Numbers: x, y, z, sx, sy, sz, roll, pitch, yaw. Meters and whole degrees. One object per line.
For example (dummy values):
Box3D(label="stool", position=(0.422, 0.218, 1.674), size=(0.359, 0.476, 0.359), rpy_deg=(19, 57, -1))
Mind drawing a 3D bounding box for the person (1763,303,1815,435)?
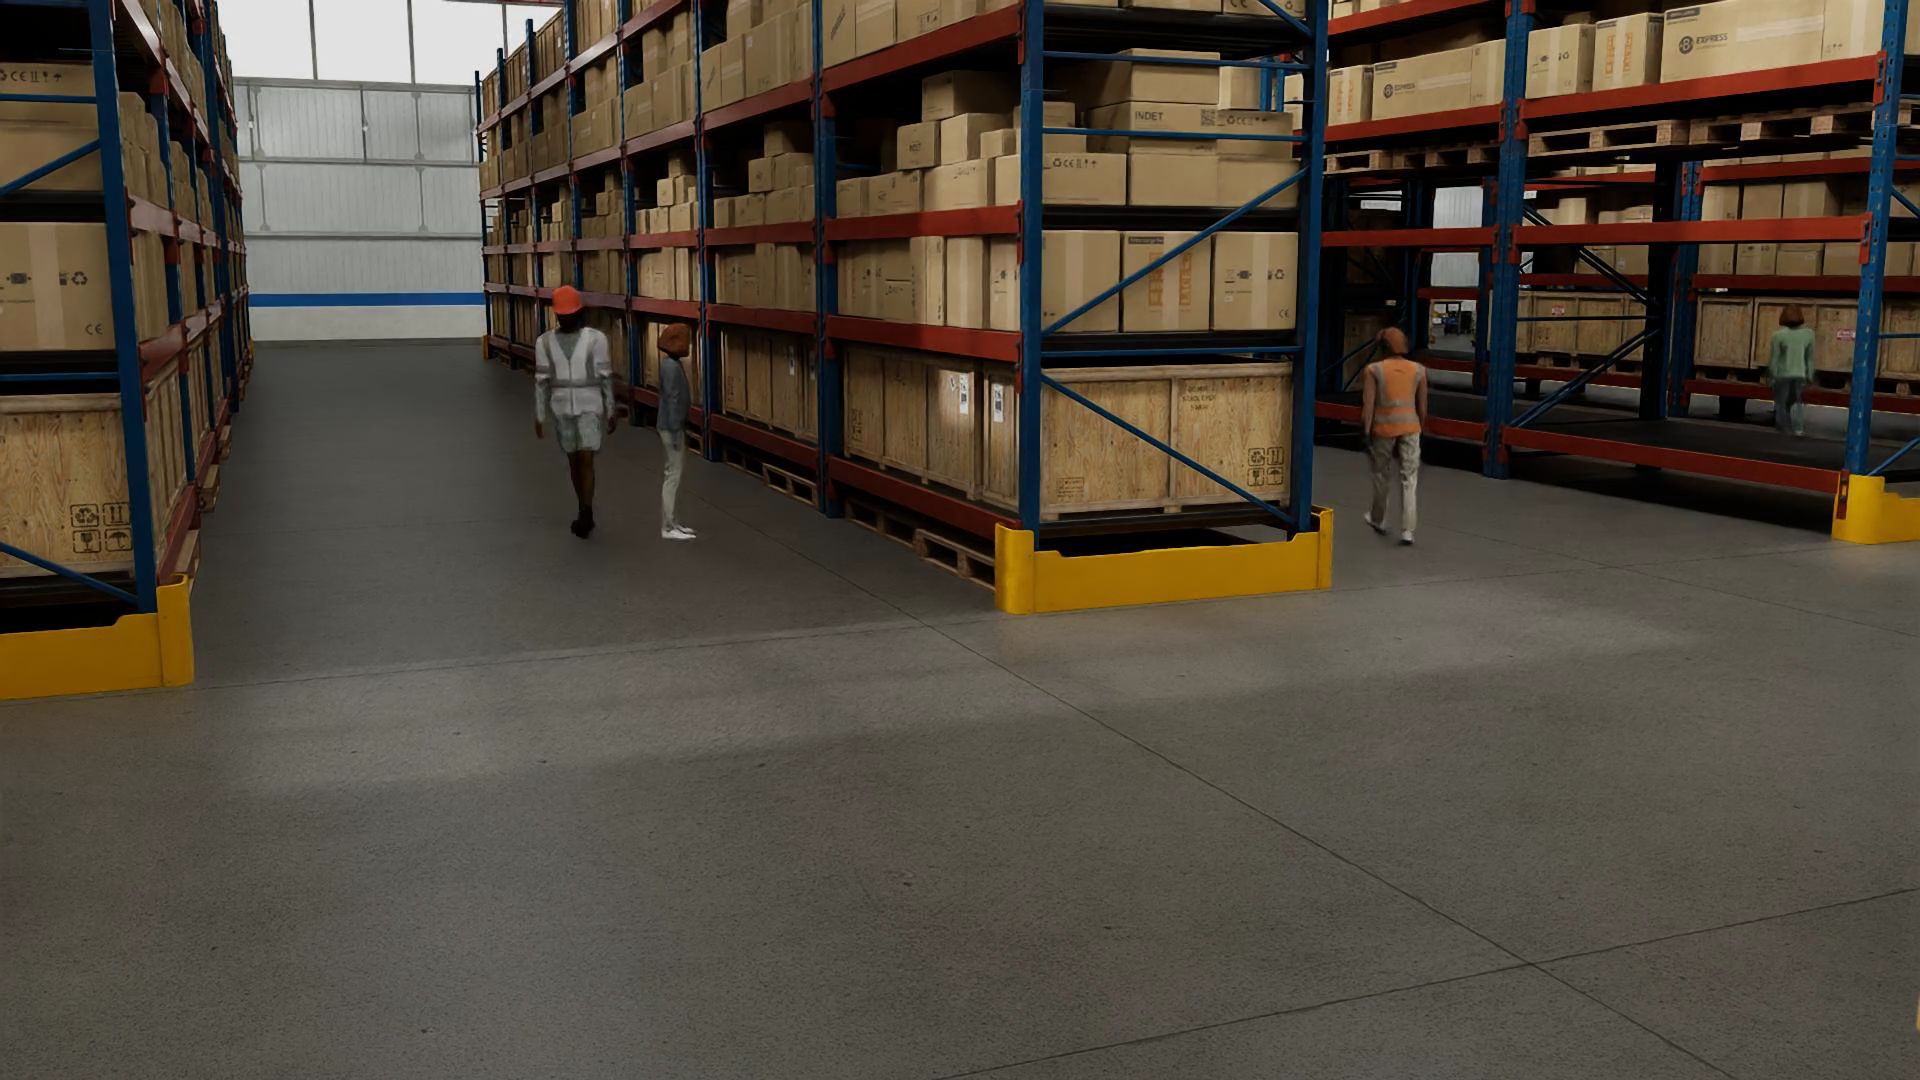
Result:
Box3D(label="person", position=(9.136, -1.794, 18.348), size=(0.526, 1.619, 0.346), rpy_deg=(0, 9, 0))

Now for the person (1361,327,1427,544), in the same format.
Box3D(label="person", position=(3.230, -0.784, 12.411), size=(0.539, 1.584, 0.867), rpy_deg=(0, 9, -2))

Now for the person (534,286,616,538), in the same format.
Box3D(label="person", position=(-2.934, -0.957, 12.544), size=(0.570, 1.887, 0.939), rpy_deg=(0, 9, 0))

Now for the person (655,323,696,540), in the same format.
Box3D(label="person", position=(-2.133, -0.811, 12.481), size=(0.297, 1.621, 0.503), rpy_deg=(-1, 10, -8))
